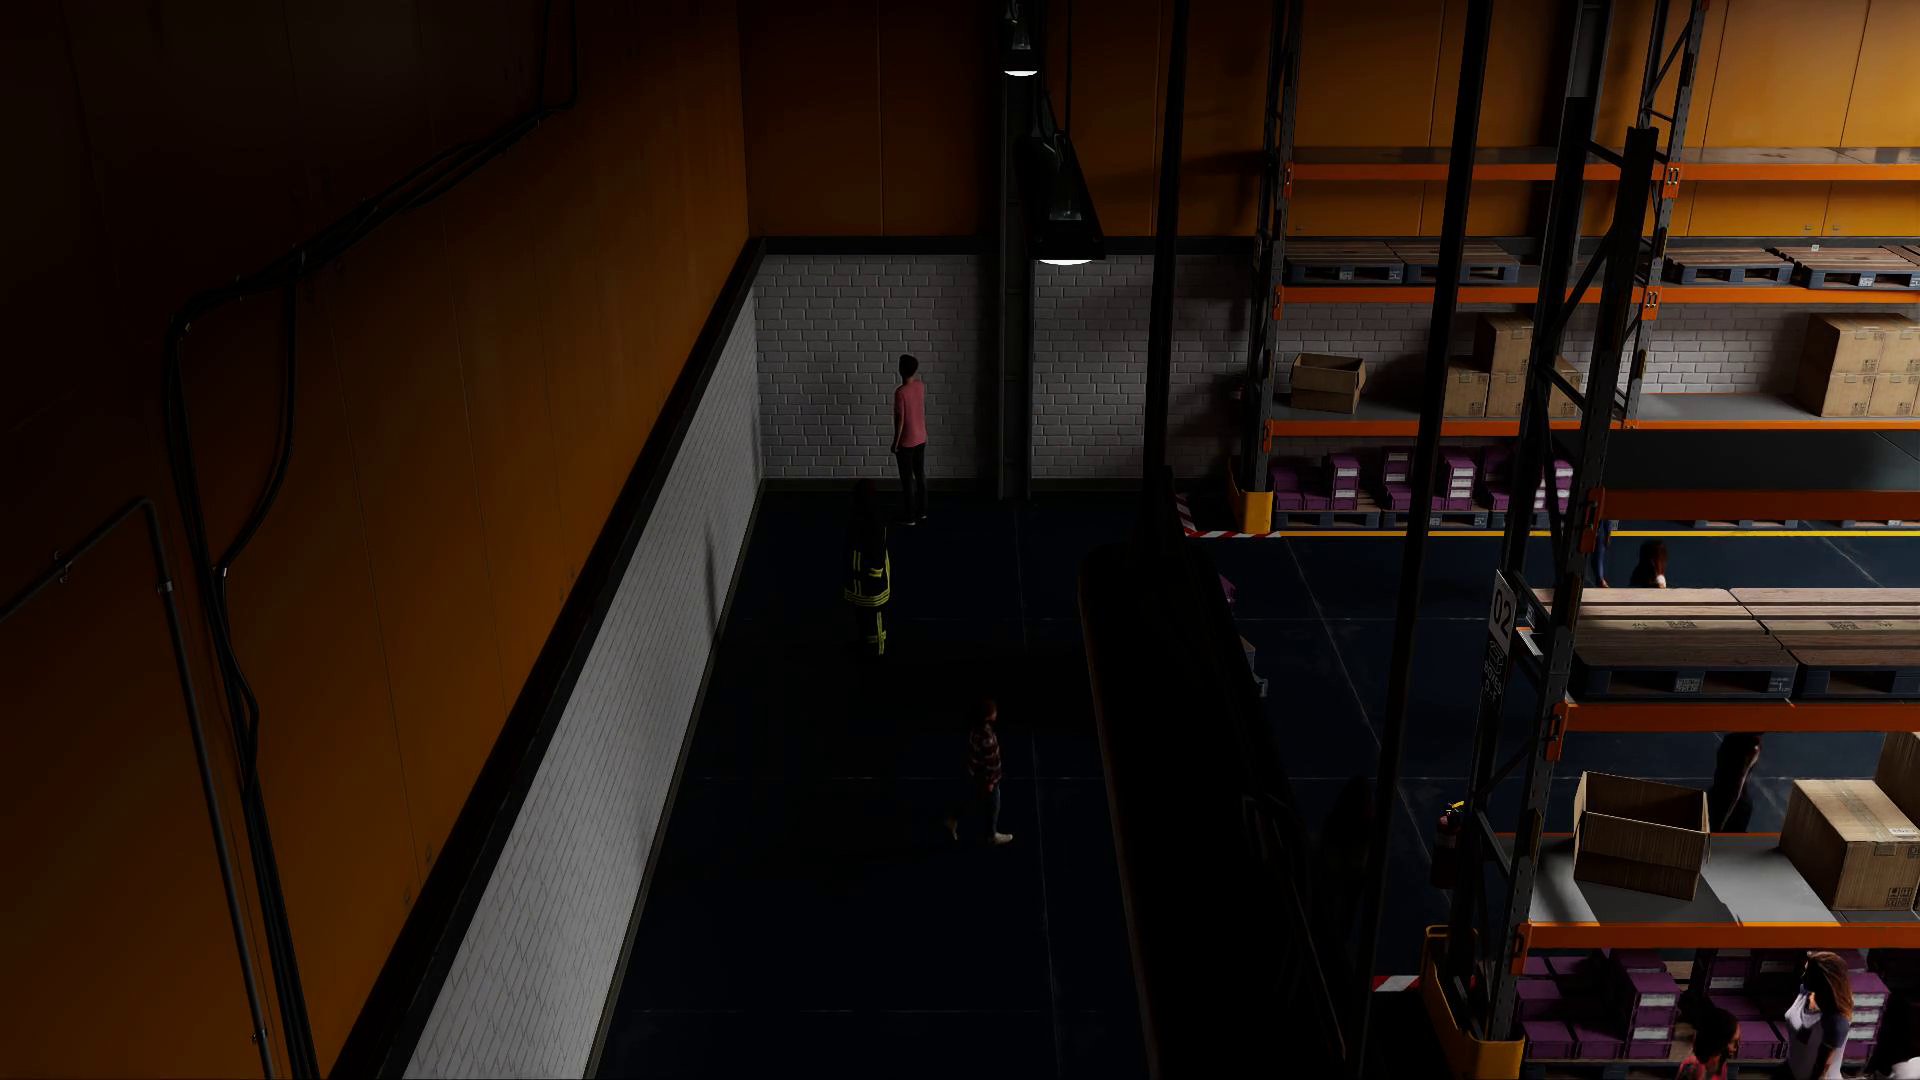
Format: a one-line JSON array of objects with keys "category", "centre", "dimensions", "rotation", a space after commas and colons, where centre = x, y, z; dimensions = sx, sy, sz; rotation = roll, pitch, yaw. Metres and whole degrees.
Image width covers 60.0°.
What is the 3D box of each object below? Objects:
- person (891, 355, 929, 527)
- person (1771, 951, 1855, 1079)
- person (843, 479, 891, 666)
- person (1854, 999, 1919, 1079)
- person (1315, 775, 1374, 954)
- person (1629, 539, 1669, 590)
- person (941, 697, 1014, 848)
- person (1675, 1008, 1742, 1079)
[{"category": "person", "centre": [-0.552, -1.129, 18.612], "dimensions": [0.744, 1.958, 0.715], "rotation": [17, 29, 33]}, {"category": "person", "centre": [4.873, 3.047, 9.363], "dimensions": [0.604, 1.715, 0.588], "rotation": [0, 24, 0]}, {"category": "person", "centre": [-0.869, 0.265, 15.592], "dimensions": [0.791, 1.822, 0.830], "rotation": [-7, 25, -16]}, {"category": "person", "centre": [4.908, 3.212, 8.886], "dimensions": [0.675, 1.794, 0.737], "rotation": [-22, 32, -40]}, {"category": "person", "centre": [2.625, 2.294, 11.391], "dimensions": [0.647, 1.470, 0.762], "rotation": [11, 26, 24]}, {"category": "person", "centre": [5.952, 0.846, 14.344], "dimensions": [1.104, 1.758, 0.711], "rotation": [-4, 24, -9]}, {"category": "person", "centre": [0.124, 1.794, 12.756], "dimensions": [0.847, 1.293, 0.668], "rotation": [-7, 25, -15]}, {"category": "person", "centre": [3.856, 3.203, 9.090], "dimensions": [1.202, 1.647, 1.140], "rotation": [21, 31, 39]}]
